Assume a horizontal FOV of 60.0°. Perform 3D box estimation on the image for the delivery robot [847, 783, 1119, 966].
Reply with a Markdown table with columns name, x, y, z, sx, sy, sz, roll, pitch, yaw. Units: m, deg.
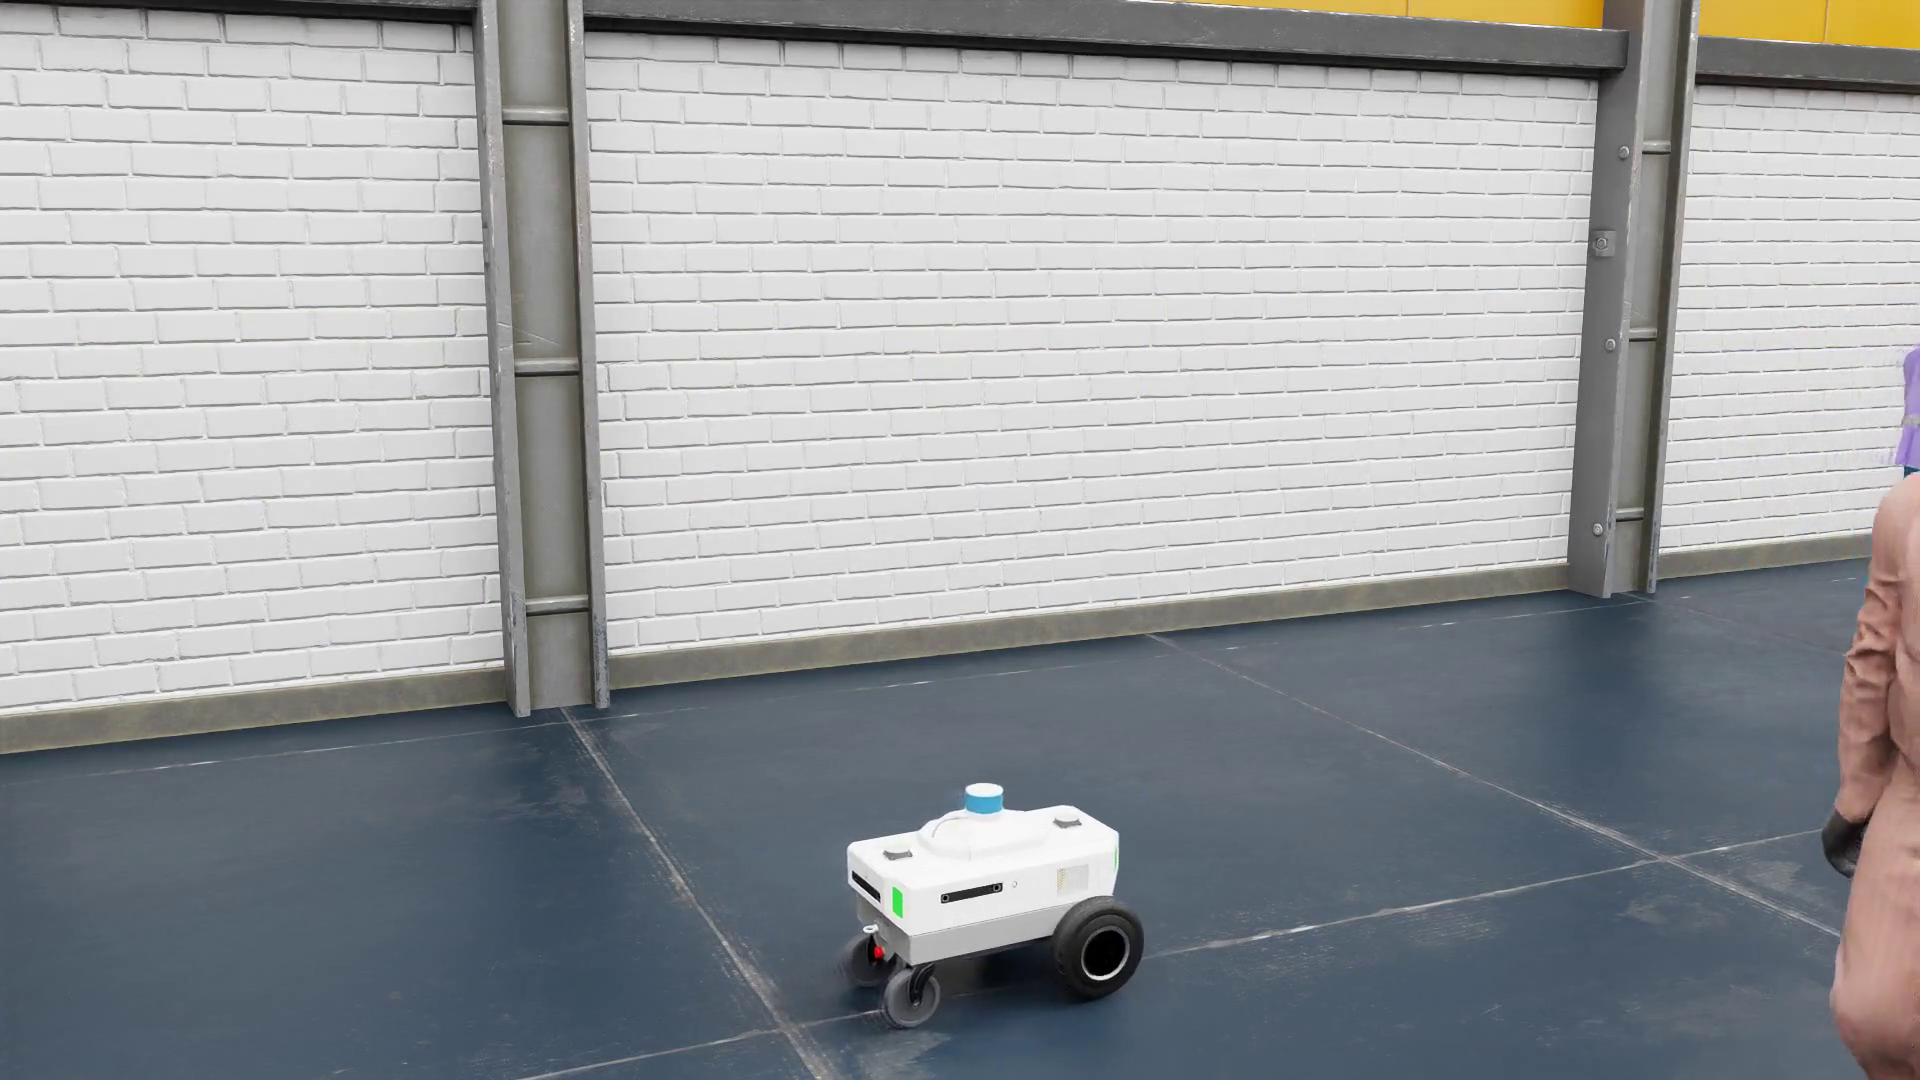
| name | x | y | z | sx | sy | sz | roll | pitch | yaw |
| --- | --- | --- | --- | --- | --- | --- | --- | --- | --- |
| delivery robot | 0.063 | 0.900 | 4.479 | 0.707 | 0.478 | 0.477 | -5 | 12 | -27 |

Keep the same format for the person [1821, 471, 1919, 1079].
| name | x | y | z | sx | sy | sz | roll | pitch | yaw |
| --- | --- | --- | --- | --- | --- | --- | --- | --- | --- |
| person | 1.908 | 0.540 | 3.021 | 0.431 | 1.891 | 0.676 | -9 | 13 | -40 |

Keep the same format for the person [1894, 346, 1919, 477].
| name | x | y | z | sx | sy | sz | roll | pitch | yaw |
| --- | --- | --- | --- | --- | --- | --- | --- | --- | --- |
| person | 4.884 | -0.341 | 8.146 | 0.955 | 1.790 | 0.591 | -4 | 11 | -20 |
